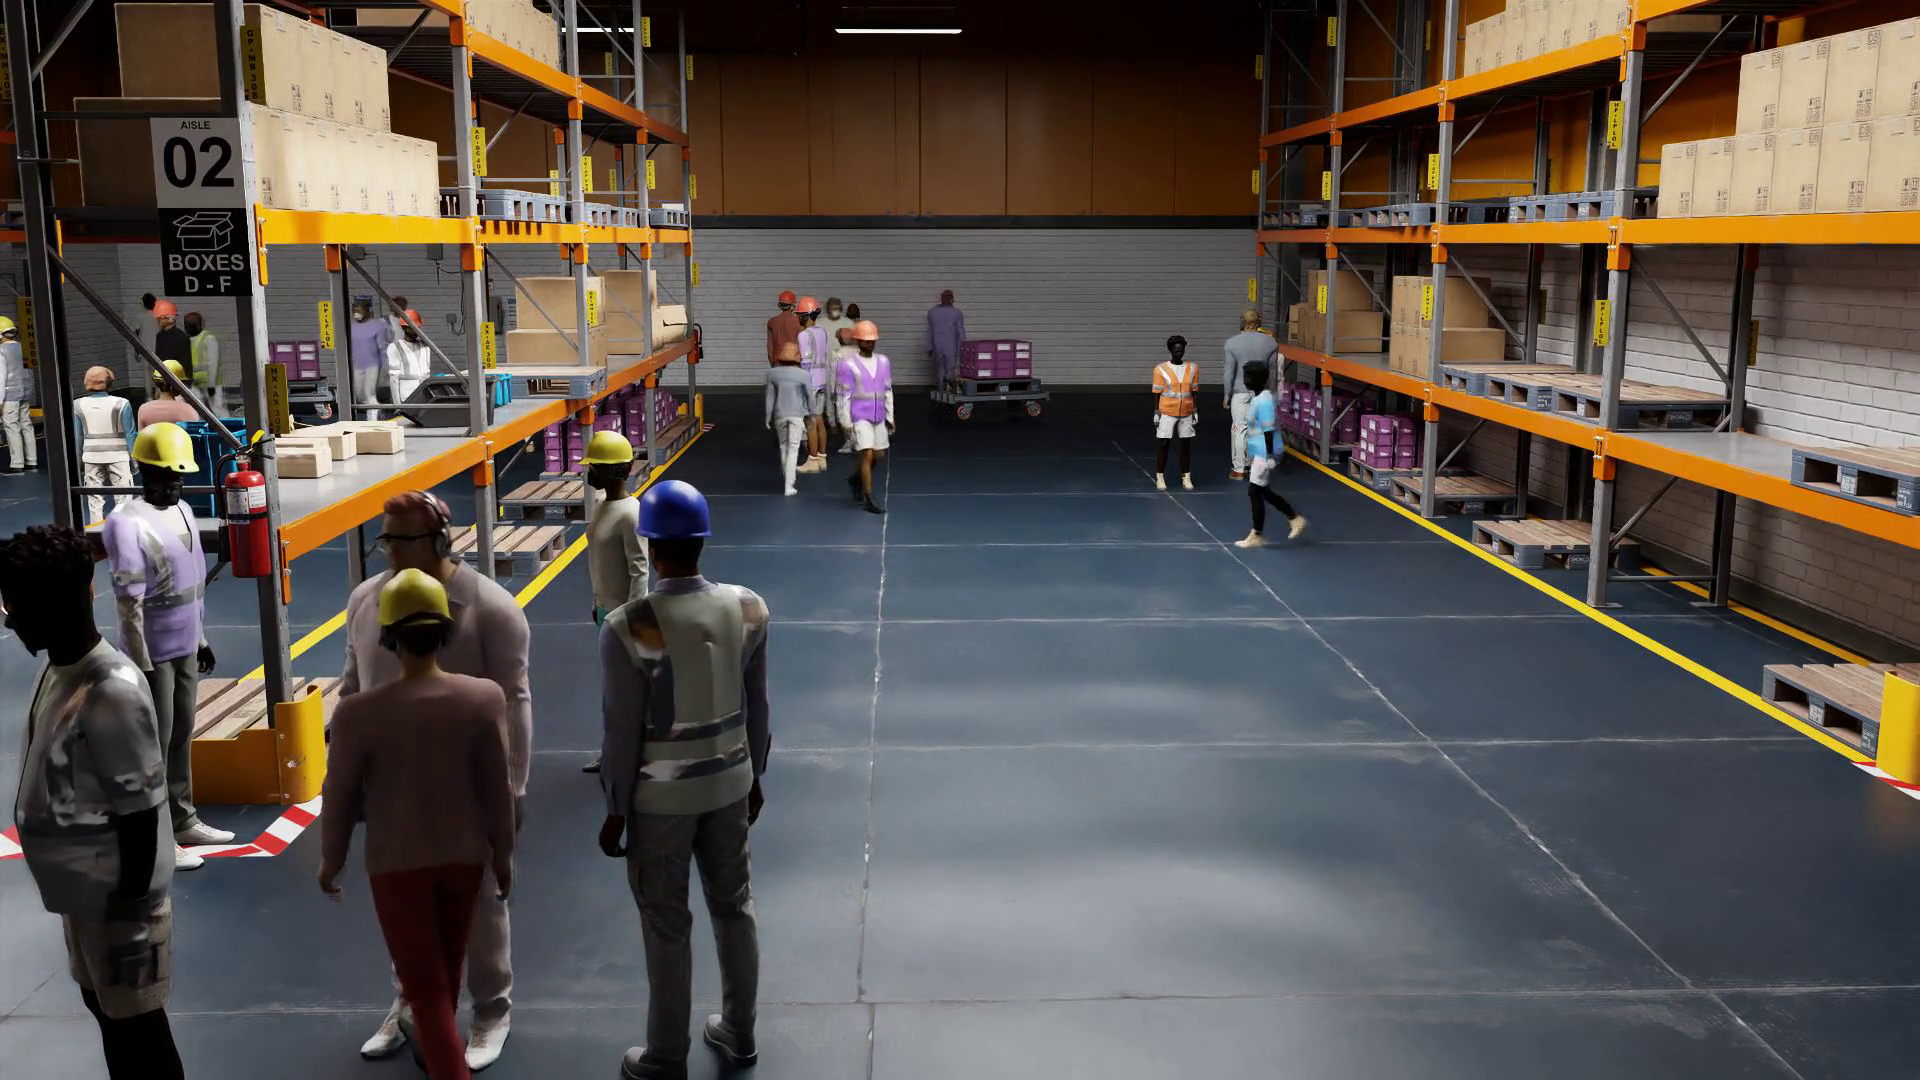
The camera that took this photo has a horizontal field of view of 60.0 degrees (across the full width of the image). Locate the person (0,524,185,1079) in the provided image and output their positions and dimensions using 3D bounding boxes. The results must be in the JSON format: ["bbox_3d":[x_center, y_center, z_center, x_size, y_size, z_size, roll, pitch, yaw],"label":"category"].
[{"bbox_3d":[-2.319,0.918,4.461,0.392,1.957,0.607,-9,13,-40],"label":"person"}]

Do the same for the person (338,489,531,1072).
[{"bbox_3d":[-1.718,0.777,5.394,0.651,1.906,0.402,2,10,13],"label":"person"}]

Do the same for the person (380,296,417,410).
[{"bbox_3d":[-8.734,-2.857,25.774,0.645,1.859,0.628,10,14,43],"label":"person"}]

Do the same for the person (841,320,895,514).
[{"bbox_3d":[-0.953,-1.240,16.613,0.551,1.917,0.712,-7,12,-35],"label":"person"}]

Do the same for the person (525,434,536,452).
[{"bbox_3d":[-5.389,-2.036,21.275,0.628,1.837,0.429,-7,12,-32],"label":"person"}]

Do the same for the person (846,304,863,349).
[{"bbox_3d":[-1.815,-3.199,28.304,0.509,1.632,0.267,1,10,4],"label":"person"}]

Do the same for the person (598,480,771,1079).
[{"bbox_3d":[-0.871,0.778,5.269,0.616,1.946,0.392,-9,14,-42],"label":"person"}]

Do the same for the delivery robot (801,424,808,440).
[{"bbox_3d":[-2.139,-1.442,21.258,0.477,0.478,0.707,-2,10,-10],"label":"delivery robot"}]

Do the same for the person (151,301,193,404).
[{"bbox_3d":[-9.415,-1.859,19.905,0.688,1.980,0.477,6,12,31],"label":"person"}]

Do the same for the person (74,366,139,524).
[{"bbox_3d":[-7.238,-0.654,14.110,0.514,1.640,0.310,-2,10,-10],"label":"person"}]

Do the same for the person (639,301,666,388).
[{"bbox_3d":[-4.615,-2.731,24.850,0.373,1.934,0.552,9,14,41],"label":"person"}]

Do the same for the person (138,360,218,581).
[{"bbox_3d":[-6.146,-0.526,13.043,0.533,1.767,0.321,2,10,10],"label":"person"}]

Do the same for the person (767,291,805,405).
[{"bbox_3d":[-2.405,-2.494,23.361,0.612,1.997,0.375,3,11,18],"label":"person"}]

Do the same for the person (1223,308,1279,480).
[{"bbox_3d":[3.260,-1.633,18.740,0.629,1.937,0.379,-1,10,-5],"label":"person"}]

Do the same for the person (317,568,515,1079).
[{"bbox_3d":[-1.640,0.939,5.015,0.527,1.721,0.903,-9,13,-40],"label":"person"}]

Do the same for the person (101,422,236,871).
[{"bbox_3d":[-3.411,0.449,7.183,0.382,1.919,0.584,0,10,1],"label":"person"}]

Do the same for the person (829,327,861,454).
[{"bbox_3d":[-1.369,-1.856,20.868,0.529,1.610,0.634,-8,13,-38],"label":"person"}]

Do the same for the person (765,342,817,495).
[{"bbox_3d":[-1.786,-1.307,17.814,0.533,1.604,0.714,2,10,11],"label":"person"}]

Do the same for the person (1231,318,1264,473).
[{"bbox_3d":[3.364,-1.692,19.383,0.403,1.823,0.587,-4,11,-22],"label":"person"}]

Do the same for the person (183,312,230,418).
[{"bbox_3d":[-9.639,-1.990,21.115,0.648,1.789,0.935,5,11,25],"label":"person"}]

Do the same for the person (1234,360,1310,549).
[{"bbox_3d":[2.749,-0.754,14.568,0.582,1.661,0.549,1,10,6],"label":"person"}]

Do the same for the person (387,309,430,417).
[{"bbox_3d":[-6.078,-1.598,18.536,0.365,1.935,0.552,6,12,31],"label":"person"}]

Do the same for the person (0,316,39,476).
[{"bbox_3d":[-10.925,-1.655,19.150,0.403,1.830,0.600,1,10,5],"label":"person"}]

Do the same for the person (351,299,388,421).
[{"bbox_3d":[-8.142,-2.362,22.887,0.631,1.917,0.756,1,10,5],"label":"person"}]

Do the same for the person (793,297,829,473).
[{"bbox_3d":[-1.759,-1.799,19.359,0.378,2.041,0.616,4,11,19],"label":"person"}]

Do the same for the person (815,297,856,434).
[{"bbox_3d":[-1.758,-2.429,23.218,0.639,1.918,0.466,-2,10,-11],"label":"person"}]

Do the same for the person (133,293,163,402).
[{"bbox_3d":[-13.273,-3.126,27.328,0.566,1.828,0.900,-6,12,-28],"label":"person"}]

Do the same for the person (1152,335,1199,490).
[{"bbox_3d":[2.325,-1.368,17.964,0.533,1.687,0.320,-2,10,-13],"label":"person"}]

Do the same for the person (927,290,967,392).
[{"bbox_3d":[-0.171,-3.197,27.588,0.669,1.883,0.663,5,11,27],"label":"person"}]

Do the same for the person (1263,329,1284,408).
[{"bbox_3d":[3.699,-1.747,20.238,0.496,1.629,0.277,-1,10,-7],"label":"person"}]

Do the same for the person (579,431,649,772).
[{"bbox_3d":[-1.696,0.340,8.217,0.314,1.769,0.524,-6,12,-32],"label":"person"}]
